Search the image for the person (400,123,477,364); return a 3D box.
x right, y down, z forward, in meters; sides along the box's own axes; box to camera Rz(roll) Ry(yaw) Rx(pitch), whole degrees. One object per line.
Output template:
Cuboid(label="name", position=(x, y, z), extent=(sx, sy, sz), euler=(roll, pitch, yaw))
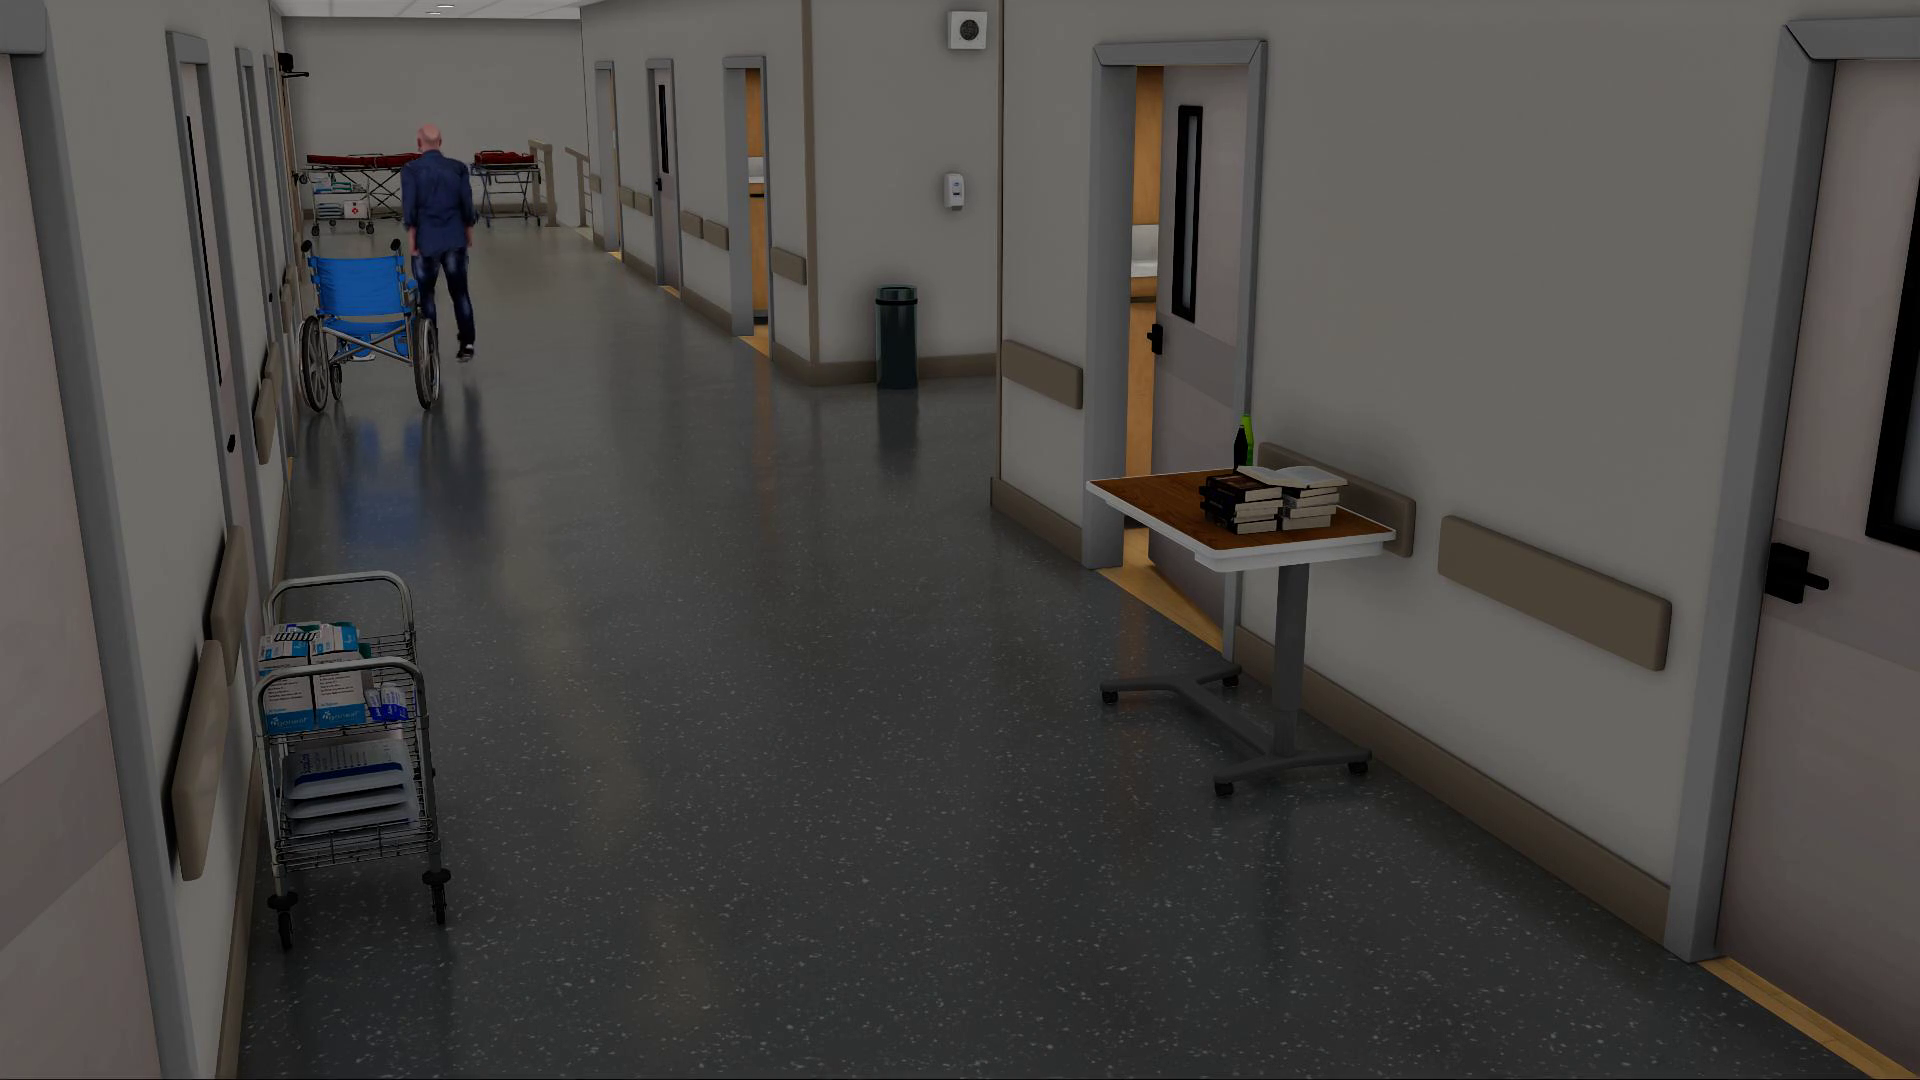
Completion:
Cuboid(label="person", position=(-3.903, -2.192, 12.581), extent=(0.884, 1.781, 1.250), euler=(-10, 18, -30))
